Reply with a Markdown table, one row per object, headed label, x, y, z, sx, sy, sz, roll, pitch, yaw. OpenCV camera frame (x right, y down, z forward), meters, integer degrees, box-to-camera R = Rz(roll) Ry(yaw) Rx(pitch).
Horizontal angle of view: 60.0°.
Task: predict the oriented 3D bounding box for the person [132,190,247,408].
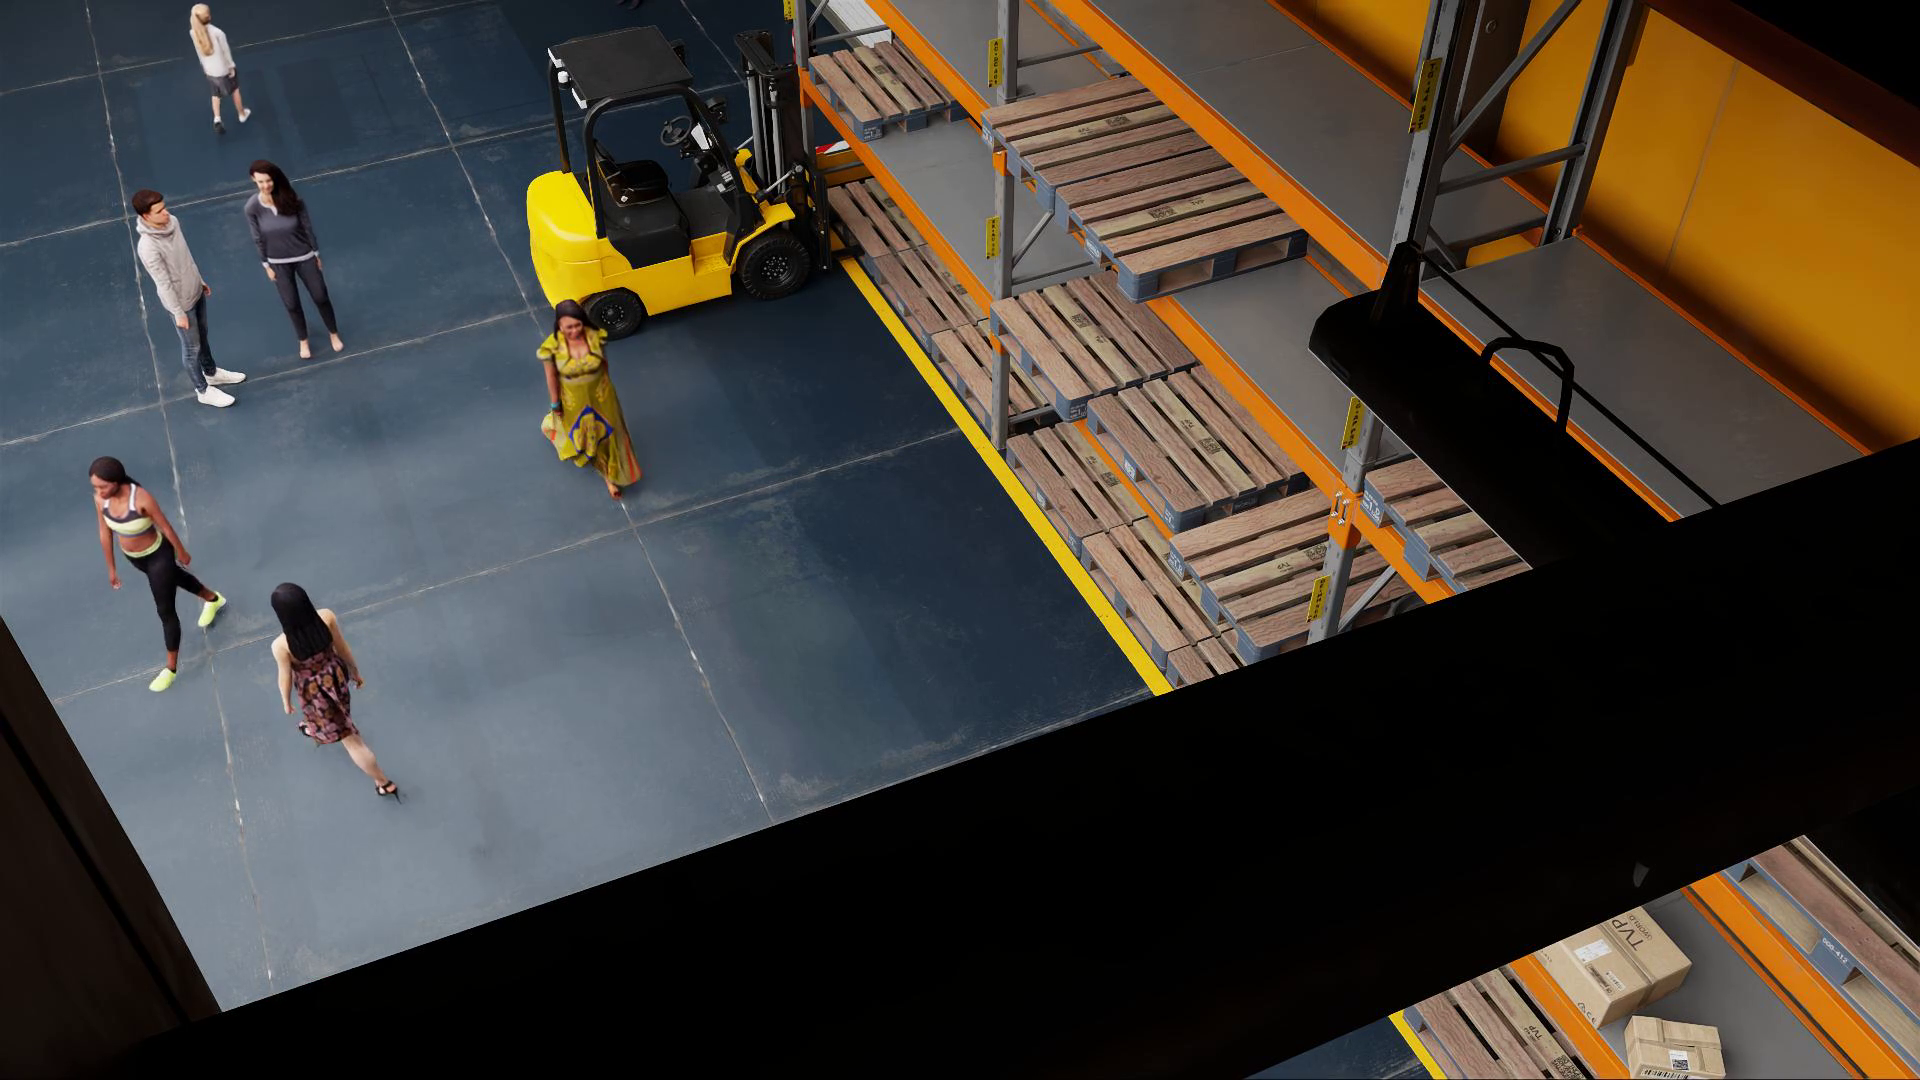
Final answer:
| label | x | y | z | sx | sy | sz | roll | pitch | yaw |
| --- | --- | --- | --- | --- | --- | --- | --- | --- | --- |
| person | -6.003 | -1.886 | 12.823 | 0.810 | 1.853 | 0.668 | 0 | 44 | 0 |

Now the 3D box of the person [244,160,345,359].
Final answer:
| label | x | y | z | sx | sy | sz | roll | pitch | yaw |
| --- | --- | --- | --- | --- | --- | --- | --- | --- | --- |
| person | -5.338 | -2.252 | 13.269 | 0.604 | 1.768 | 0.506 | -16 | 46 | -16 |

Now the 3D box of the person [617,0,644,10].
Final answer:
| label | x | y | z | sx | sy | sz | roll | pitch | yaw |
| --- | --- | --- | --- | --- | --- | --- | --- | --- | --- |
| person | -3.638 | -6.557 | 17.872 | 0.621 | 1.652 | 0.718 | 23 | 48 | 22 |

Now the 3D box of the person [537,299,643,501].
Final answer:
| label | x | y | z | sx | sy | sz | roll | pitch | yaw |
| --- | --- | --- | --- | --- | --- | --- | --- | --- | --- |
| person | -2.774 | -1.085 | 12.140 | 0.768 | 1.636 | 1.060 | -23 | 48 | -22 |

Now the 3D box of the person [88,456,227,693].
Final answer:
| label | x | y | z | sx | sy | sz | roll | pitch | yaw |
| --- | --- | --- | --- | --- | --- | --- | --- | --- | --- |
| person | -5.246 | 0.057 | 10.897 | 1.044 | 1.697 | 1.211 | 8 | 44 | 8 |

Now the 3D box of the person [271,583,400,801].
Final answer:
| label | x | y | z | sx | sy | sz | roll | pitch | yaw |
| --- | --- | --- | --- | --- | --- | --- | --- | --- | --- |
| person | -3.716 | 0.964 | 9.922 | 1.208 | 1.729 | 0.989 | 25 | 49 | 24 |

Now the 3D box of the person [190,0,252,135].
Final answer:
| label | x | y | z | sx | sy | sz | roll | pitch | yaw |
| --- | --- | --- | --- | --- | --- | --- | --- | --- | --- |
| person | -7.184 | -4.538 | 16.036 | 0.692 | 1.262 | 0.853 | 1 | 44 | 1 |
